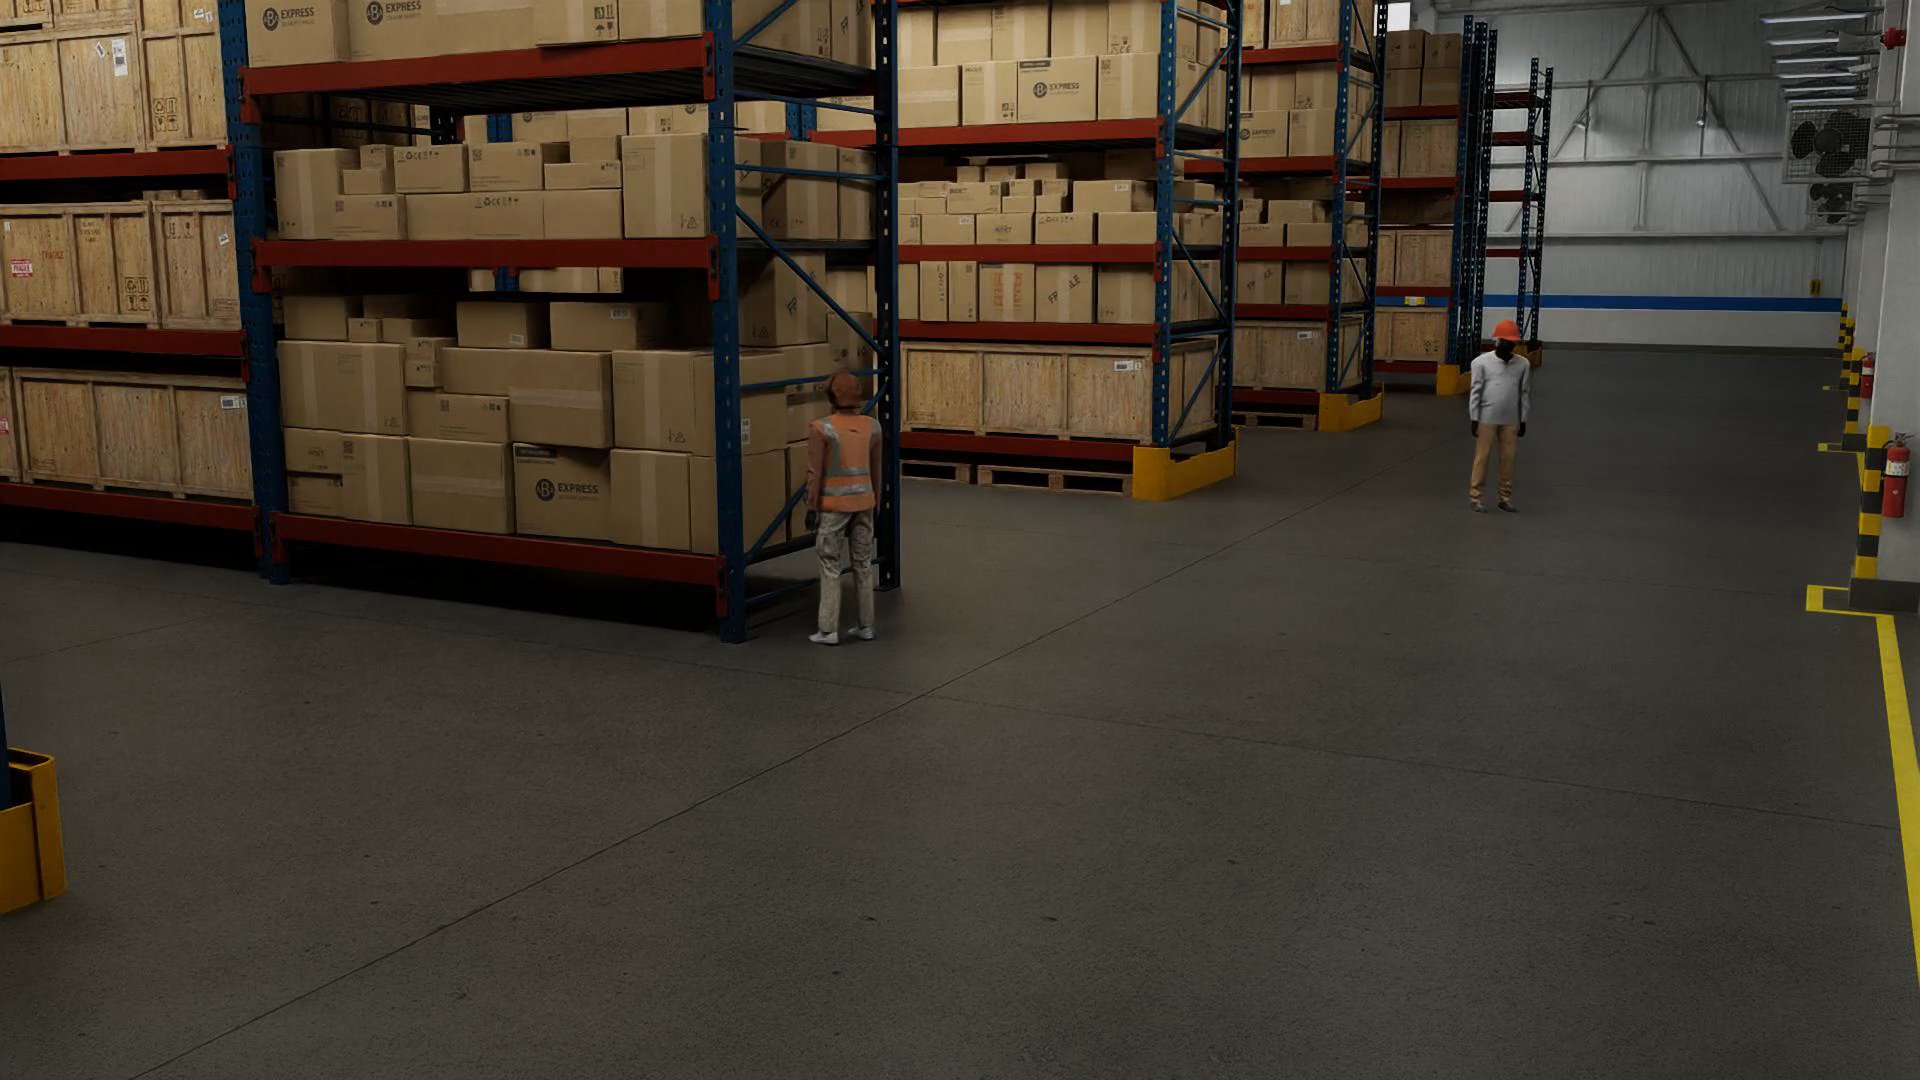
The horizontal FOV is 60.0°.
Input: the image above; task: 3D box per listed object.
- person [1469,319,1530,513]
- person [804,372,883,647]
[{"bbox_3d":[4.851,-1.106,14.936,0.565,1.743,0.355,-1,10,-7],"label":"person"},{"bbox_3d":[-0.681,-0.183,9.924,0.527,1.629,0.314,-7,12,-36],"label":"person"}]
